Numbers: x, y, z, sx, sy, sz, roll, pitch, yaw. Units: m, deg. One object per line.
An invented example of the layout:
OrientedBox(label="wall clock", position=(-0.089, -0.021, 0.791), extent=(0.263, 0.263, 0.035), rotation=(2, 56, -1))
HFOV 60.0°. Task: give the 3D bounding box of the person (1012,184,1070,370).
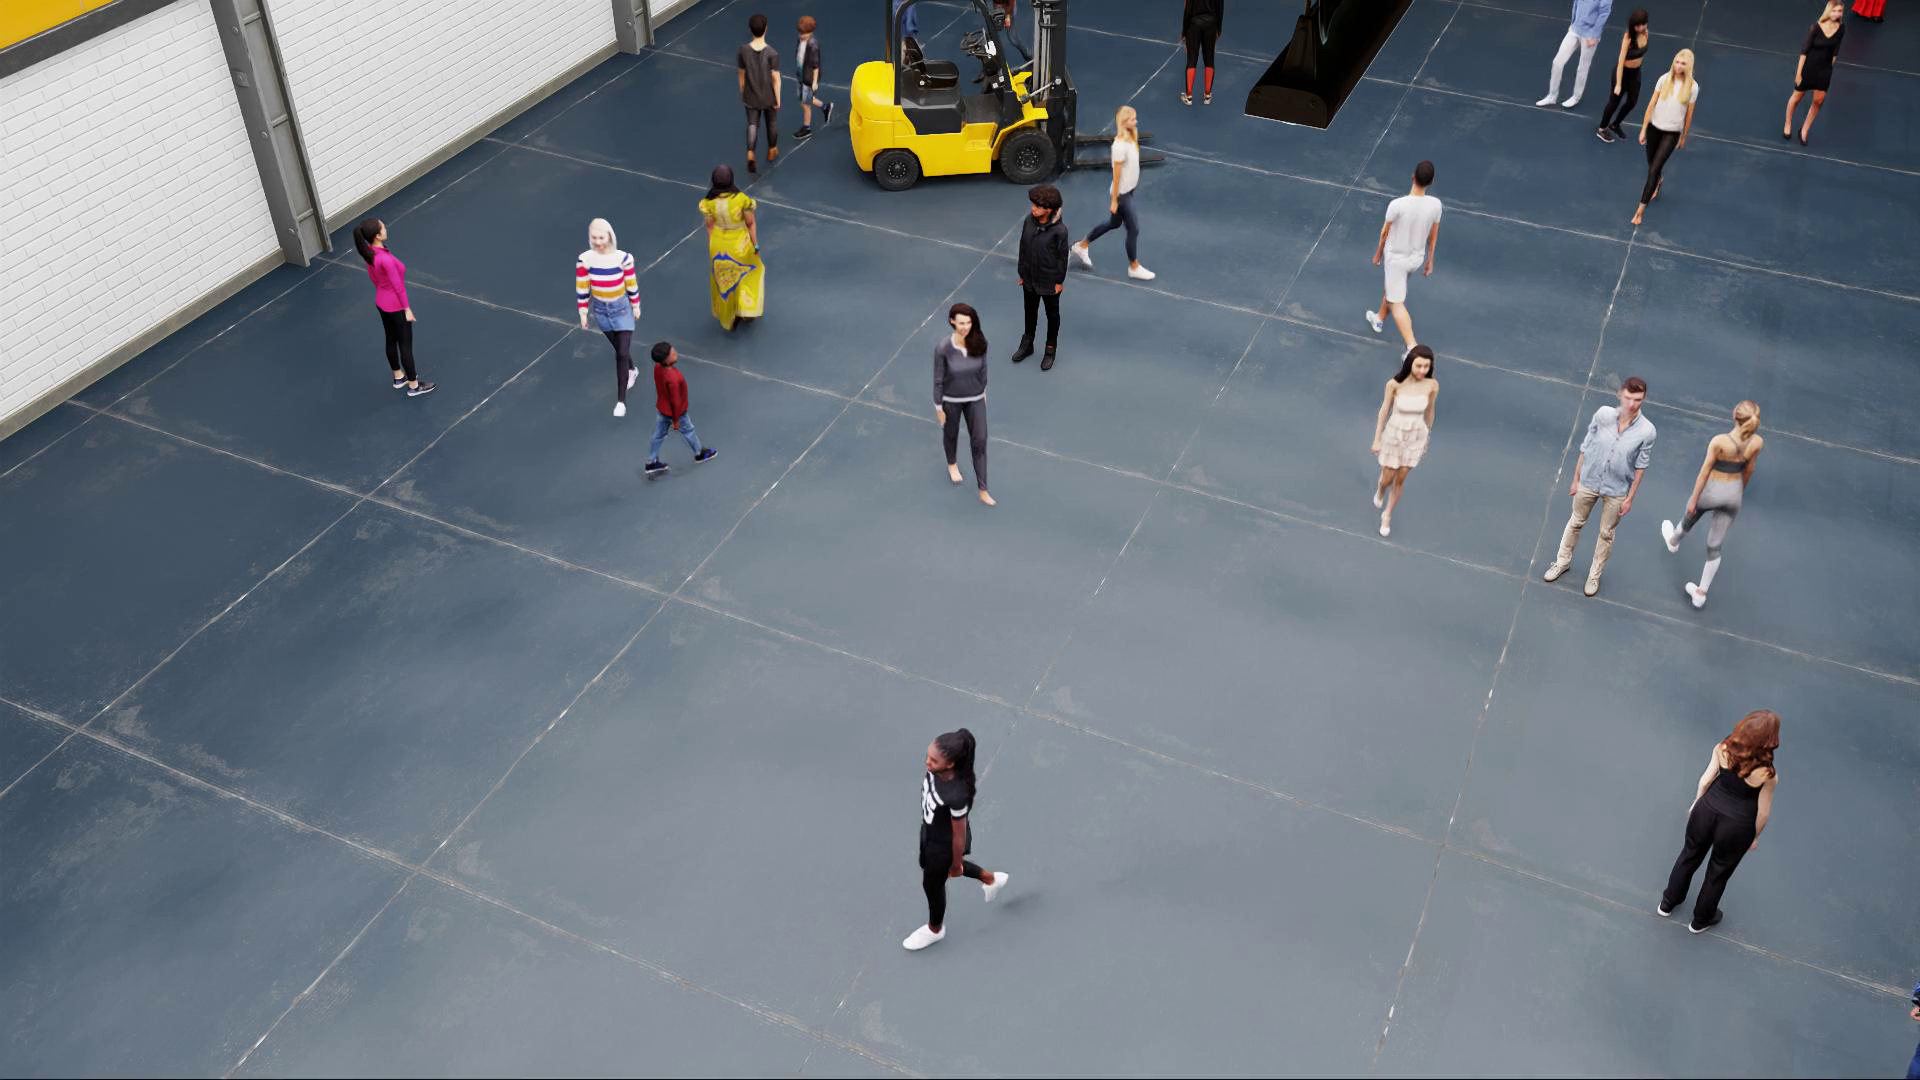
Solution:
OrientedBox(label="person", position=(0.743, -2.395, 14.975), extent=(0.640, 1.778, 0.599), rotation=(20, 43, 23))

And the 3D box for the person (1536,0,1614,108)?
OrientedBox(label="person", position=(7.333, -5.938, 19.341), extent=(0.990, 1.867, 0.910), rotation=(-21, 43, -24))

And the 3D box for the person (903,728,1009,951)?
OrientedBox(label="person", position=(-0.025, 1.746, 9.841), extent=(1.021, 1.715, 0.969), rotation=(-12, 40, -15))

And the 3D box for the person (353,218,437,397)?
OrientedBox(label="person", position=(-5.003, -2.063, 14.630), extent=(0.650, 1.699, 0.664), rotation=(30, 47, 32))

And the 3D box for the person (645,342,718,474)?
OrientedBox(label="person", position=(-2.445, -1.065, 13.752), extent=(0.941, 1.226, 0.755), rotation=(-25, 45, -28))

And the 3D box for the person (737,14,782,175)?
OrientedBox(label="person", position=(-2.188, -4.837, 18.095), extent=(0.839, 1.700, 1.070), rotation=(3, 39, 4))

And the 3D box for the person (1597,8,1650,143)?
OrientedBox(label="person", position=(7.440, -5.215, 18.646), extent=(0.724, 1.602, 0.791), rotation=(-25, 45, -28))

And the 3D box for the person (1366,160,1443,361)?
OrientedBox(label="person", position=(4.055, -2.473, 15.056), extent=(1.206, 1.799, 1.280), rotation=(-13, 40, -15))

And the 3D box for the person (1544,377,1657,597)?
OrientedBox(label="person", position=(4.835, -0.424, 12.450), extent=(0.683, 1.848, 0.607), rotation=(23, 44, 26))

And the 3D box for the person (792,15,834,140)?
OrientedBox(label="person", position=(-1.680, -5.264, 18.845), extent=(0.915, 1.431, 0.806), rotation=(-18, 42, -21))

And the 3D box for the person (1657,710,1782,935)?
OrientedBox(label="person", position=(4.544, 1.669, 9.910), extent=(0.639, 1.748, 0.643), rotation=(-31, 48, -33))

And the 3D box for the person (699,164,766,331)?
OrientedBox(label="person", position=(-2.119, -2.660, 15.422), extent=(0.856, 1.644, 0.937), rotation=(3, 39, 4))

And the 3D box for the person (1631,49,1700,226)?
OrientedBox(label="person", position=(7.334, -4.240, 17.281), extent=(0.744, 1.782, 1.236), rotation=(25, 45, 28))

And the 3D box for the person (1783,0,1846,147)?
OrientedBox(label="person", position=(9.577, -5.299, 18.709), extent=(0.696, 1.657, 0.771), rotation=(2, 39, 3))

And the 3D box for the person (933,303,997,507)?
OrientedBox(label="person", position=(-0.017, -1.180, 13.486), extent=(1.024, 1.736, 1.100), rotation=(-11, 40, -14))

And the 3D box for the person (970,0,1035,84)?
OrientedBox(label="person", position=(0.619, -6.336, 19.939), extent=(1.224, 1.741, 1.096), rotation=(-17, 42, -20))

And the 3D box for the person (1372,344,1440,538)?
OrientedBox(label="person", position=(3.452, -0.819, 13.040), extent=(0.725, 1.729, 0.802), rotation=(1, 39, 2))

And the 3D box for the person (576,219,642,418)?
OrientedBox(label="person", position=(-3.009, -2.014, 14.518), extent=(0.949, 1.752, 1.217), rotation=(2, 39, 2))

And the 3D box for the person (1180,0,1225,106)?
OrientedBox(label="person", position=(2.831, -6.002, 19.467), extent=(0.708, 1.807, 0.698), rotation=(-2, 39, -3))

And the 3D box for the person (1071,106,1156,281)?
OrientedBox(label="person", position=(1.497, -3.384, 16.211), extent=(0.787, 1.780, 1.079), rotation=(10, 40, 12))

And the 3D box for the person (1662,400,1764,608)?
OrientedBox(label="person", position=(5.660, -0.246, 12.376), extent=(0.859, 1.663, 1.169), rotation=(3, 39, 3))
